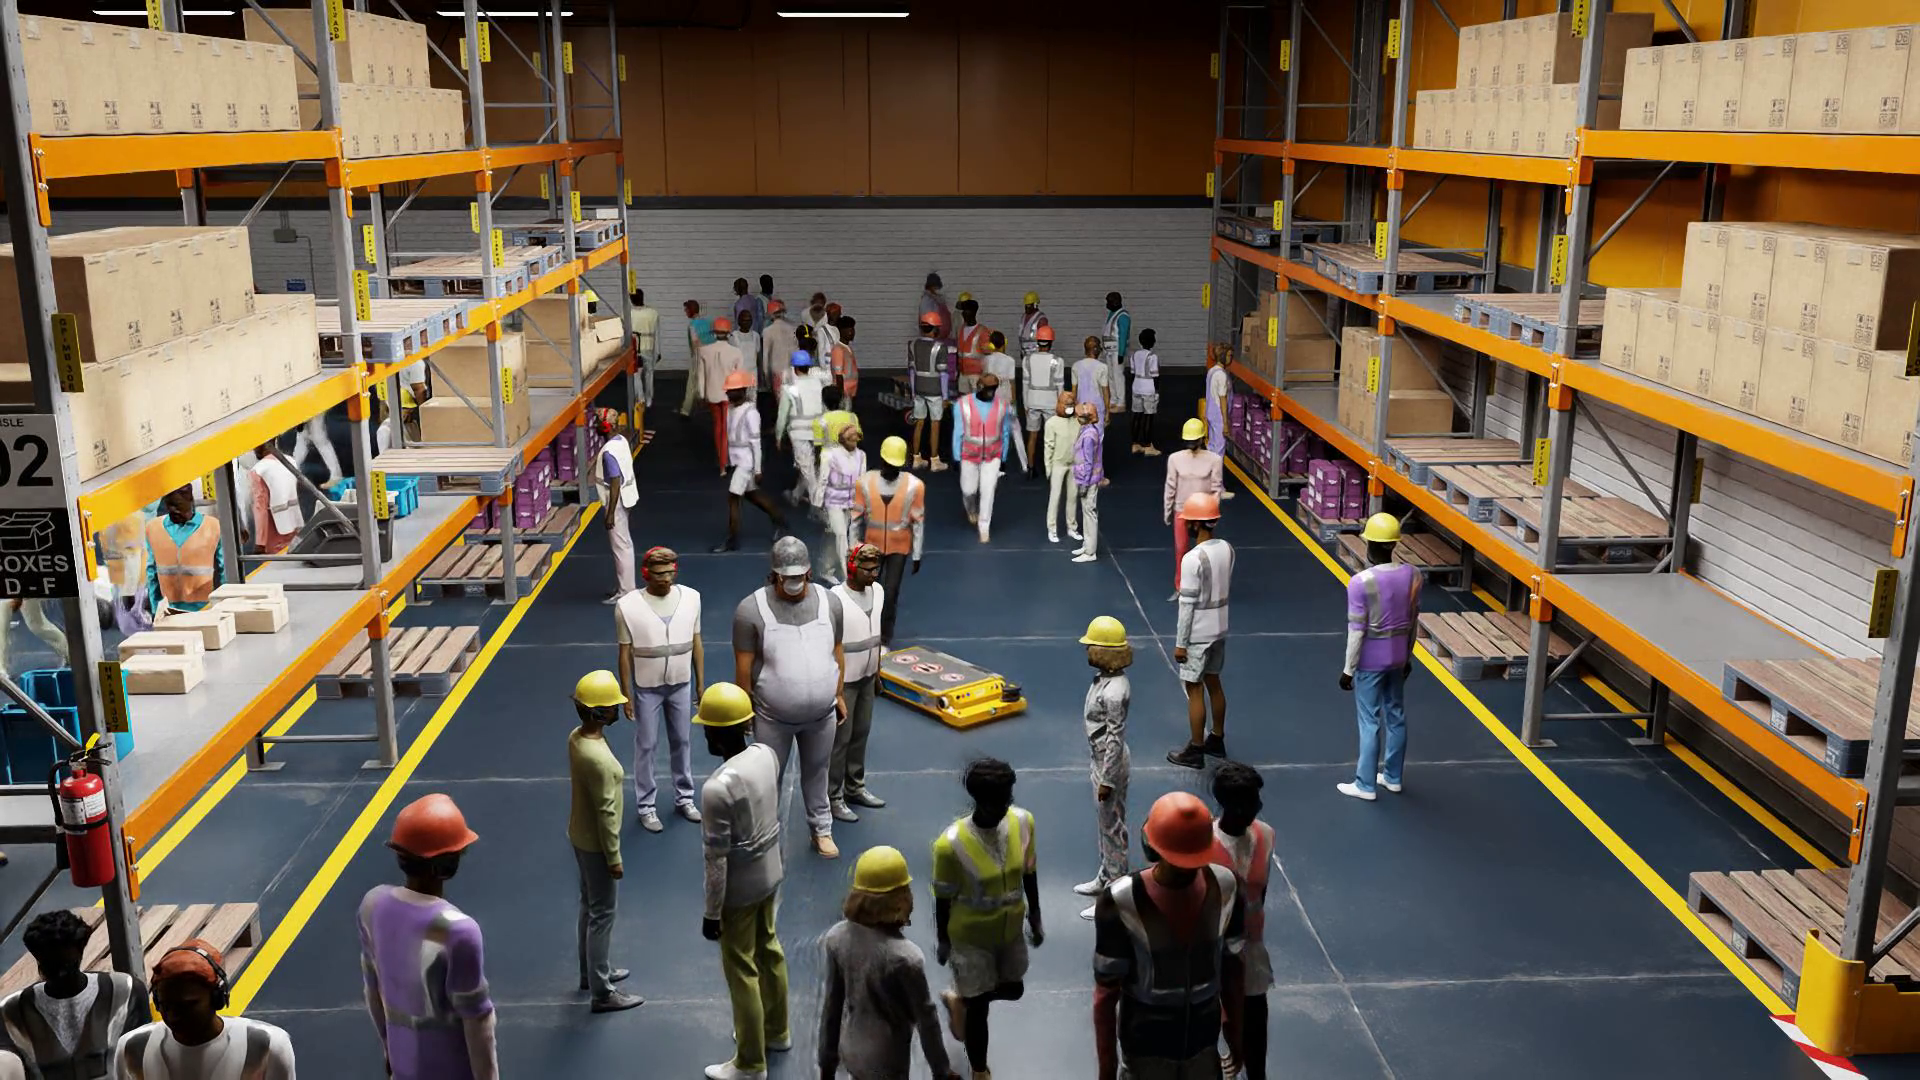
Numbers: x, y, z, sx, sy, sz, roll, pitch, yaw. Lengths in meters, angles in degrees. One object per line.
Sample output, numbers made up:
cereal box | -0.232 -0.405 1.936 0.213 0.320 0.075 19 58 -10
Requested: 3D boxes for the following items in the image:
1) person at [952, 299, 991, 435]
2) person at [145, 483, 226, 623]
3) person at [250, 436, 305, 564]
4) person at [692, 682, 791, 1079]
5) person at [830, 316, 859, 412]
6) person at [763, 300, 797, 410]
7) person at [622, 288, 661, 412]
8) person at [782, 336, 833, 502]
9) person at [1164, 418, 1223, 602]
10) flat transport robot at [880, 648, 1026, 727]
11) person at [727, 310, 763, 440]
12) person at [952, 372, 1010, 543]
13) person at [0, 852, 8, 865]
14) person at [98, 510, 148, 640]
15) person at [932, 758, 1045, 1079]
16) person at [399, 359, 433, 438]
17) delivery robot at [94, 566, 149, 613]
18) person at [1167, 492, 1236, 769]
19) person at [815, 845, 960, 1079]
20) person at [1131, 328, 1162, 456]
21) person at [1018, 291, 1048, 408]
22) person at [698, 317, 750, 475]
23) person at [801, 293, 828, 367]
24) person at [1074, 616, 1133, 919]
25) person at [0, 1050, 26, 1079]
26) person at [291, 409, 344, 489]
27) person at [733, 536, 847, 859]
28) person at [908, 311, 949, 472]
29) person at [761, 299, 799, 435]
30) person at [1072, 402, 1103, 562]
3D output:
person | 0.152 -2.373 23.181 0.613 1.965 0.361 14 20 43
person | -5.608 0.464 12.153 0.587 1.914 0.391 -2 14 -6
person | -5.841 -0.070 14.265 0.405 1.908 0.600 2 14 6
person | -1.038 1.585 7.755 0.402 1.917 0.582 5 15 18
person | -1.475 -1.884 21.300 0.361 1.944 0.613 1 14 4
person | -2.669 -2.677 24.701 0.508 1.821 0.826 -1 14 -4
person | -4.884 -2.928 25.550 0.609 1.874 0.914 -4 15 -16
person | -1.760 -1.409 19.427 0.648 1.959 0.496 2 14 6
person | 2.141 -0.262 15.324 0.531 1.753 0.354 4 15 15
flat transport robot | -0.198 1.102 12.918 0.652 0.197 1.431 -11 18 -38
person | -2.977 -2.274 23.056 0.505 1.838 0.340 -8 16 -28
person | 0.217 -0.914 17.781 0.634 1.804 0.691 -2 14 -6
person | -5.979 1.008 9.777 0.392 2.033 0.605 9 17 31
person | -6.545 0.274 12.980 0.403 1.874 0.751 -10 18 -35
person | 0.073 1.739 7.593 0.543 1.678 0.621 -10 17 -34
person | -6.575 -1.645 20.175 0.536 2.000 0.683 -11 18 -38
delivery robot | -7.580 0.405 14.906 0.707 0.478 0.477 12 19 40
person | 1.657 0.619 11.516 0.387 1.928 0.546 12 18 39
person | -0.354 2.028 6.464 0.950 1.687 0.505 -13 19 -41
person | 2.473 -1.964 22.115 0.318 1.697 0.535 -9 17 -32
person | 1.107 -2.913 25.598 0.403 1.824 0.591 -8 17 -30
person | -2.948 -1.843 21.077 0.652 1.972 0.742 3 15 13
person | -2.194 -2.946 25.801 0.572 1.775 0.897 2 14 9
person | 0.807 1.267 9.340 0.296 1.744 0.488 0 14 -1
person | -3.346 2.293 5.607 0.505 1.593 0.818 -12 18 -38
person | -7.957 -1.496 20.091 0.955 1.786 0.698 -4 15 -17
person | -0.979 0.963 9.940 0.689 2.000 0.537 -6 15 -21
person | -0.373 -1.893 21.178 0.604 2.034 0.417 11 18 36
person | -2.426 -2.373 23.240 0.640 1.952 0.864 -13 19 -41
person | 1.289 -0.591 16.841 0.308 1.639 0.511 1 14 5
